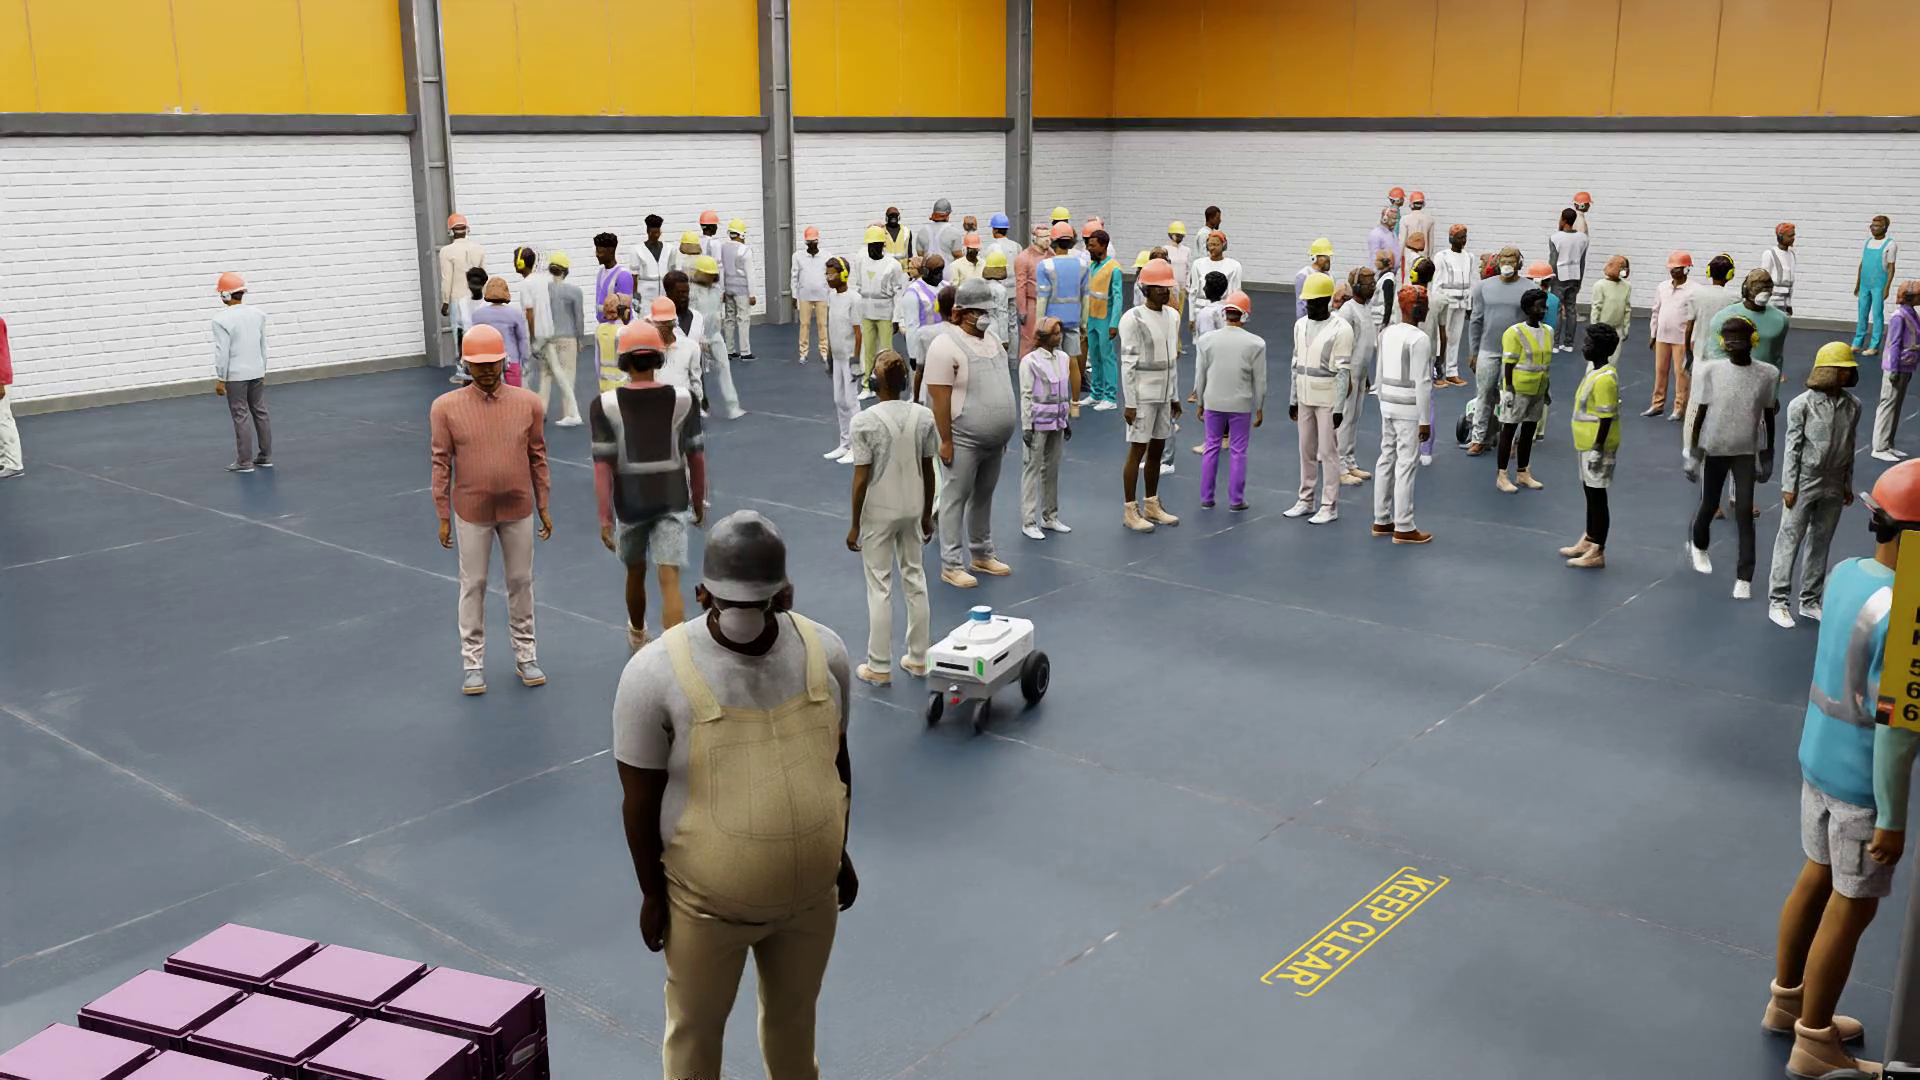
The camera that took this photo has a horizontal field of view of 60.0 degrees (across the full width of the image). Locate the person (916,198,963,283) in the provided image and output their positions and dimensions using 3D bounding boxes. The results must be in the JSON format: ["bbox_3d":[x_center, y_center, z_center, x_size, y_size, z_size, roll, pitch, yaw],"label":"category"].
[{"bbox_3d":[-0.223,-3.613,22.613,0.677,2.000,0.536,7,16,27],"label":"person"}]

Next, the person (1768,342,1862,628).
[{"bbox_3d":[5.220,-0.333,10.105,0.488,1.746,0.287,-3,14,-13],"label":"person"}]

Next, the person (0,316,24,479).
[{"bbox_3d":[-8.417,-1.404,14.401,0.573,1.738,0.352,12,19,41],"label":"person"}]

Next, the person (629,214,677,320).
[{"bbox_3d":[-3.703,-2.976,20.229,0.609,1.958,0.389,-8,16,-29],"label":"person"}]

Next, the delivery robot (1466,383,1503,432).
[{"bbox_3d":[5.157,-1.278,16.103,0.477,0.478,0.707,9,16,31],"label":"delivery robot"}]

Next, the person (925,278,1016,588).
[{"bbox_3d":[0.121,-0.720,11.053,0.537,2.000,0.682,11,18,37],"label":"person"}]

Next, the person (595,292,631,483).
[{"bbox_3d":[-2.872,-1.262,14.030,0.522,1.639,0.309,12,18,40],"label":"person"}]

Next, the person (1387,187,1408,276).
[{"bbox_3d":[7.194,-4.843,27.614,0.374,1.997,0.613,0,14,0],"label":"person"}]

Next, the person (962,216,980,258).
[{"bbox_3d":[0.160,-4.163,25.625,0.307,1.641,0.513,-2,14,-9],"label":"person"}]

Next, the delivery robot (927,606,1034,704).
[{"bbox_3d":[0.111,0.587,8.651,0.477,0.478,0.707,7,16,25],"label":"delivery robot"}]

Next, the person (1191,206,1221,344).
[{"bbox_3d":[3.427,-3.684,23.175,0.395,1.909,0.596,6,15,21],"label":"person"}]

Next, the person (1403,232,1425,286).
[{"bbox_3d":[5.976,-3.234,21.921,0.287,1.635,0.499,0,14,-1],"label":"person"}]

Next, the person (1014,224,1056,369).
[{"bbox_3d":[0.917,-2.638,18.985,0.638,1.910,0.407,-12,18,-39],"label":"person"}]

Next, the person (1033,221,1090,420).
[{"bbox_3d":[1.030,-2.243,17.132,0.616,2.041,0.382,-6,15,-24],"label":"person"}]

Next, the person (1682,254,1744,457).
[{"bbox_3d":[6.867,-1.666,15.177,0.507,1.872,0.329,11,18,38],"label":"person"}]

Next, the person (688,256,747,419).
[{"bbox_3d":[-2.583,-2.063,17.128,0.472,1.693,0.924,-12,18,-39],"label":"person"}]

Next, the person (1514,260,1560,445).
[{"bbox_3d":[5.480,-1.783,15.881,0.324,1.752,0.562,11,18,37],"label":"person"}]

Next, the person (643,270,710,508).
[{"bbox_3d":[-2.238,-1.163,13.077,0.374,1.915,0.596,10,17,34],"label":"person"}]

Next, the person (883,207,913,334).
[{"bbox_3d":[-0.981,-3.929,24.277,0.621,1.845,0.429,-3,14,-13],"label":"person"}]

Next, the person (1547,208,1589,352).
[{"bbox_3d":[8.114,-3.478,22.316,0.596,1.921,0.386,-5,15,-20],"label":"person"}]

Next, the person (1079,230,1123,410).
[{"bbox_3d":[1.525,-2.357,17.843,0.372,1.916,0.596,-8,16,-28],"label":"person"}]

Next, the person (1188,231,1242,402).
[{"bbox_3d":[2.778,-2.435,18.227,0.575,1.882,0.355,6,15,23],"label":"person"}]

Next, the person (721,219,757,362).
[{"bbox_3d":[-2.866,-3.221,21.486,0.594,1.825,0.403,10,17,35],"label":"person"}]

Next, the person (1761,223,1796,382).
[{"bbox_3d":[9.655,-2.798,19.675,0.574,1.883,0.355,-9,17,-33],"label":"person"}]

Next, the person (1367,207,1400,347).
[{"bbox_3d":[5.858,-3.629,22.956,0.406,1.906,0.638,11,18,36],"label":"person"}]

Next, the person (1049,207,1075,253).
[{"bbox_3d":[1.364,-3.524,22.484,0.363,1.928,0.587,3,14,14],"label":"person"}]

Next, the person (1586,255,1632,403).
[{"bbox_3d":[7.107,-2.296,18.198,0.504,1.628,0.278,-4,15,-17],"label":"person"}]

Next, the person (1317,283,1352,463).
[{"bbox_3d":[3.385,-1.468,14.851,0.313,1.639,0.517,-2,14,-6],"label":"person"}]

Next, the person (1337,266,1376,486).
[{"bbox_3d":[3.361,-1.395,14.145,0.345,1.847,0.504,8,16,30],"label":"person"}]

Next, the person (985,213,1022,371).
[{"bbox_3d":[0.509,-3.023,20.441,0.389,1.949,0.604,13,19,41],"label":"person"}]

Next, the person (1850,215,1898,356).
[{"bbox_3d":[12.077,-3.360,21.996,0.347,1.847,0.505,-5,15,-21],"label":"person"}]

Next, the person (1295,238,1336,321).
[{"bbox_3d":[3.811,-2.301,17.787,0.590,1.835,0.404,-12,19,-41],"label":"person"}]

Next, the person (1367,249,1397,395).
[{"bbox_3d":[4.789,-2.461,18.818,0.315,1.640,0.514,2,14,6],"label":"person"}]

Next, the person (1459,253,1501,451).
[{"bbox_3d":[4.964,-1.757,15.589,0.378,1.844,0.569,8,16,31],"label":"person"}]

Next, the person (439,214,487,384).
[{"bbox_3d":[-5.865,-2.845,19.652,0.391,1.985,0.624,11,18,38],"label":"person"}]

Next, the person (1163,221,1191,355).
[{"bbox_3d":[2.831,-3.324,22.010,0.522,1.772,0.303,-8,16,-28],"label":"person"}]

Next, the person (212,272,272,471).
[{"bbox_3d":[-6.351,-1.483,14.681,0.327,1.752,0.563,5,15,21],"label":"person"}]

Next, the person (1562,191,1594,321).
[{"bbox_3d":[9.604,-4.416,25.913,0.376,1.995,0.609,0,14,2],"label":"person"}]

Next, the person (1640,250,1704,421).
[{"bbox_3d":[7.367,-2.108,17.180,0.337,1.749,0.574,-9,17,-31],"label":"person"}]

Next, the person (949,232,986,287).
[{"bbox_3d":[0.139,-2.815,20.005,0.573,1.749,0.342,-9,17,-33],"label":"person"}]
